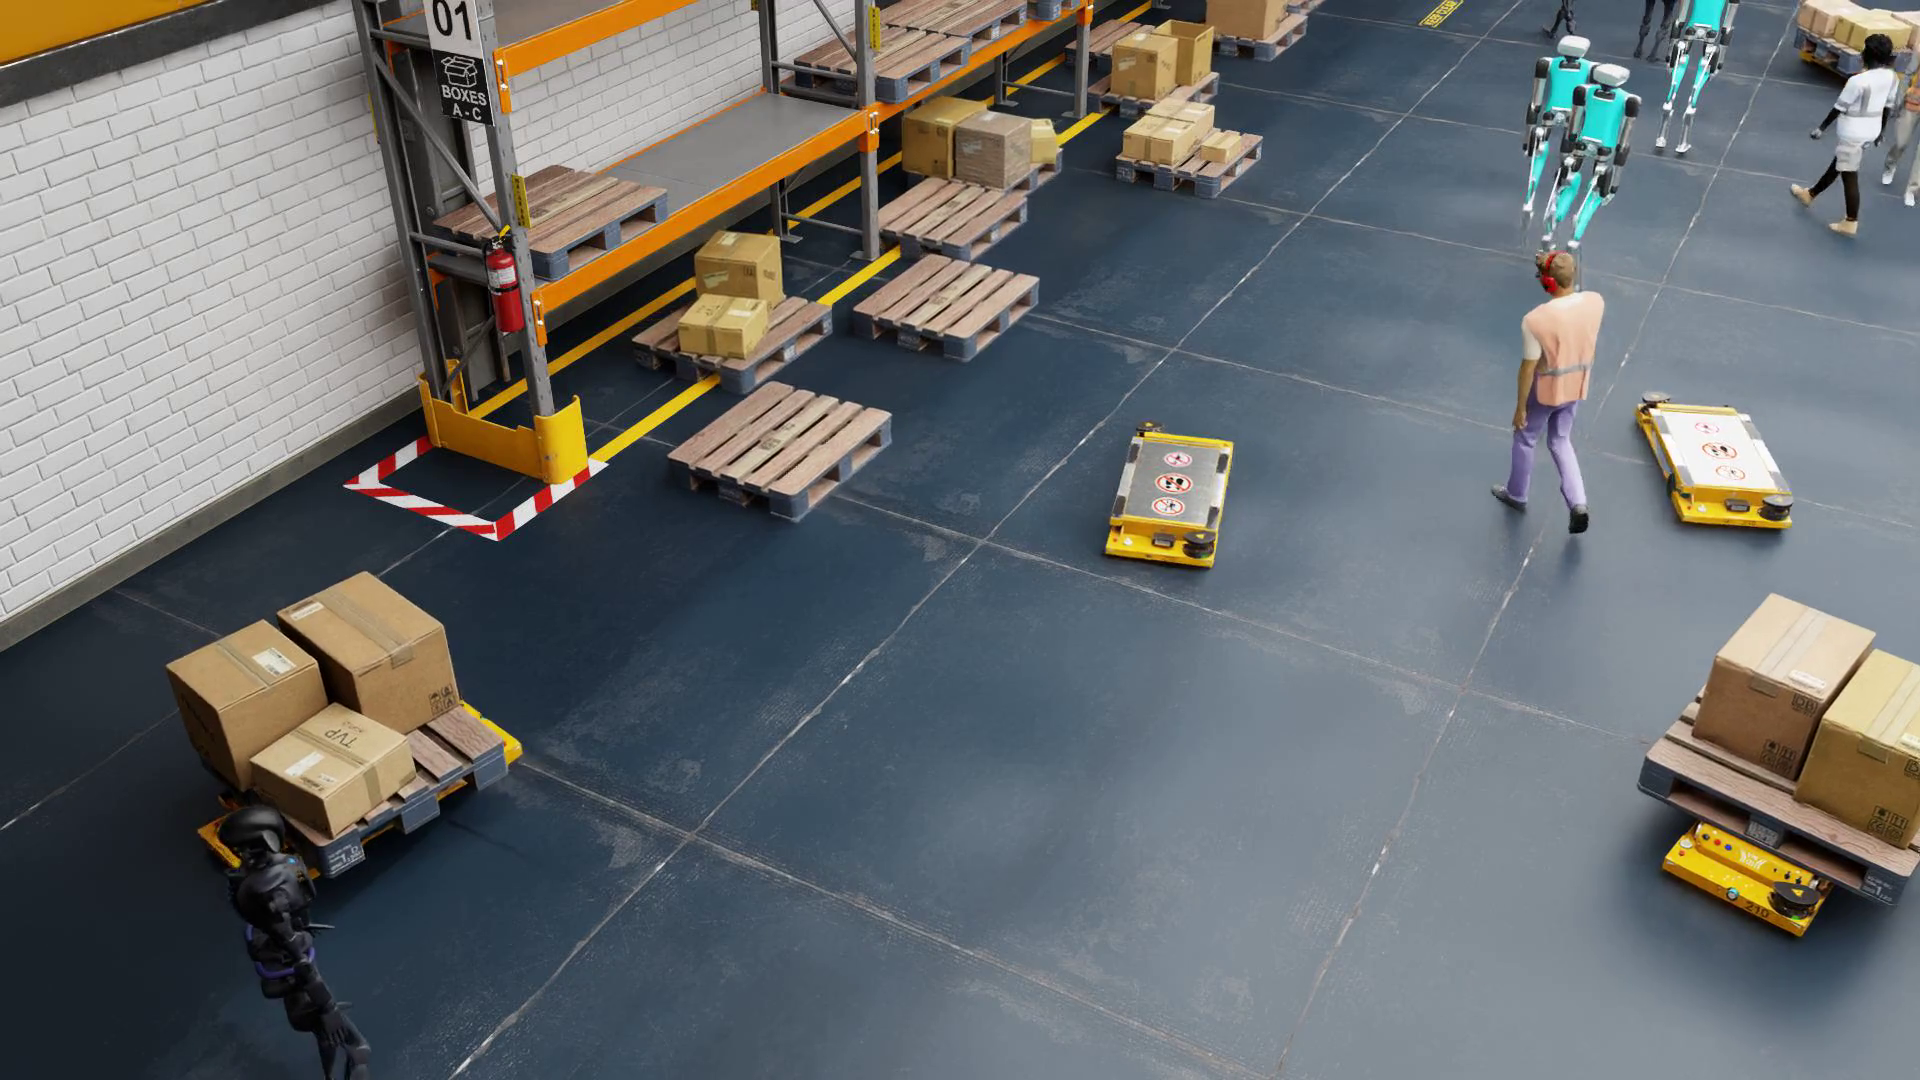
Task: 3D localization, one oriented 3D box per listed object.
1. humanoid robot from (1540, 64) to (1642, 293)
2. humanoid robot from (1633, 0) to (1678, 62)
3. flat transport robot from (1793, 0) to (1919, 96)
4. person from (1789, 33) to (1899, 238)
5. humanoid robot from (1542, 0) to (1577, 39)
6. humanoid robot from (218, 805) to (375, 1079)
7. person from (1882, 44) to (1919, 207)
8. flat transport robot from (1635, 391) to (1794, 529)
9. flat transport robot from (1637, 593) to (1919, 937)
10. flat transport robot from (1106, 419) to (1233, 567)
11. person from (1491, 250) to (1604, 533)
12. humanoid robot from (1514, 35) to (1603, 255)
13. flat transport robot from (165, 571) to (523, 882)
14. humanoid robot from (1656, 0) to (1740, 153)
[{"bbox_3d":[4.834,-2.767,13.023,0.540,1.786,0.722,27,42,34],"label":"humanoid robot"},{"bbox_3d":[7.619,-6.040,18.025,0.600,1.651,0.430,25,41,32],"label":"humanoid robot"},{"bbox_3d":[9.711,-5.055,17.797,0.659,0.231,1.431,-5,34,-7],"label":"flat transport robot"},{"bbox_3d":[7.534,-3.481,14.161,0.554,1.649,0.892,-17,37,-24],"label":"person"},{"bbox_3d":[6.810,-6.292,18.453,0.600,1.603,0.832,-13,36,-19],"label":"humanoid robot"},{"bbox_3d":[-2.535,1.631,6.399,0.340,1.656,0.596,-19,38,-27],"label":"humanoid robot"},{"bbox_3d":[8.544,-3.831,14.720,0.532,1.617,0.640,12,35,17],"label":"person"},{"bbox_3d":[4.949,-0.538,10.961,0.659,0.231,1.431,4,34,6],"label":"flat transport robot"},{"bbox_3d":[4.059,1.333,8.131,0.659,0.231,1.431,27,42,34],"label":"flat transport robot"},{"bbox_3d":[1.359,-0.314,10.624,0.659,0.231,1.431,7,34,10],"label":"flat transport robot"},{"bbox_3d":[3.613,-0.866,10.063,0.630,1.803,0.733,-11,35,-16],"label":"person"},{"bbox_3d":[4.834,-3.133,13.590,0.539,1.833,0.667,13,36,19],"label":"humanoid robot"},{"bbox_3d":[-2.979,1.219,8.304,0.659,0.231,1.431,26,42,34],"label":"flat transport robot"},{"bbox_3d":[6.813,-4.455,15.469,0.530,1.697,0.746,17,37,24],"label":"humanoid robot"}]
